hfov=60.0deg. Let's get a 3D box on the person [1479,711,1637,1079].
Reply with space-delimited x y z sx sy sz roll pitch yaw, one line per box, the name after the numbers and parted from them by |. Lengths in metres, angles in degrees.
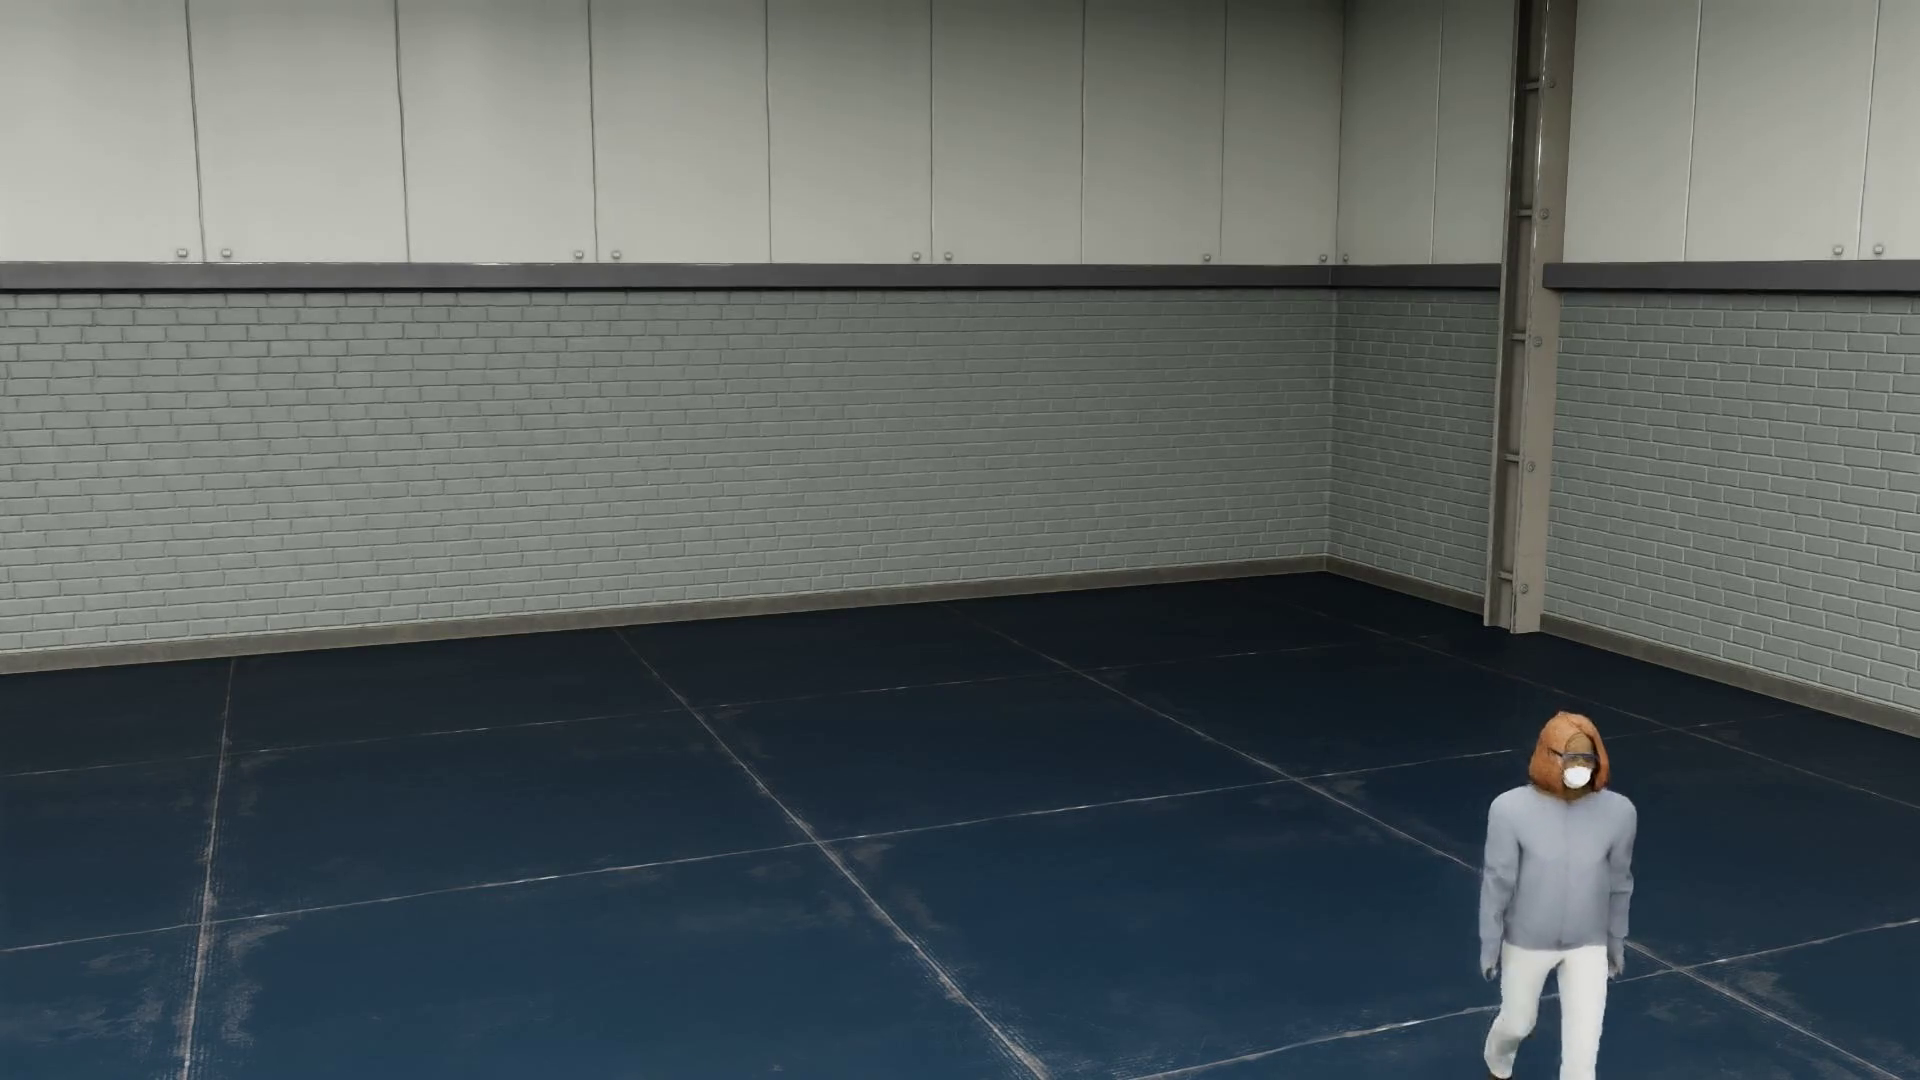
2.005 1.342 5.651 0.504 1.605 0.790 1 9 5 | person
